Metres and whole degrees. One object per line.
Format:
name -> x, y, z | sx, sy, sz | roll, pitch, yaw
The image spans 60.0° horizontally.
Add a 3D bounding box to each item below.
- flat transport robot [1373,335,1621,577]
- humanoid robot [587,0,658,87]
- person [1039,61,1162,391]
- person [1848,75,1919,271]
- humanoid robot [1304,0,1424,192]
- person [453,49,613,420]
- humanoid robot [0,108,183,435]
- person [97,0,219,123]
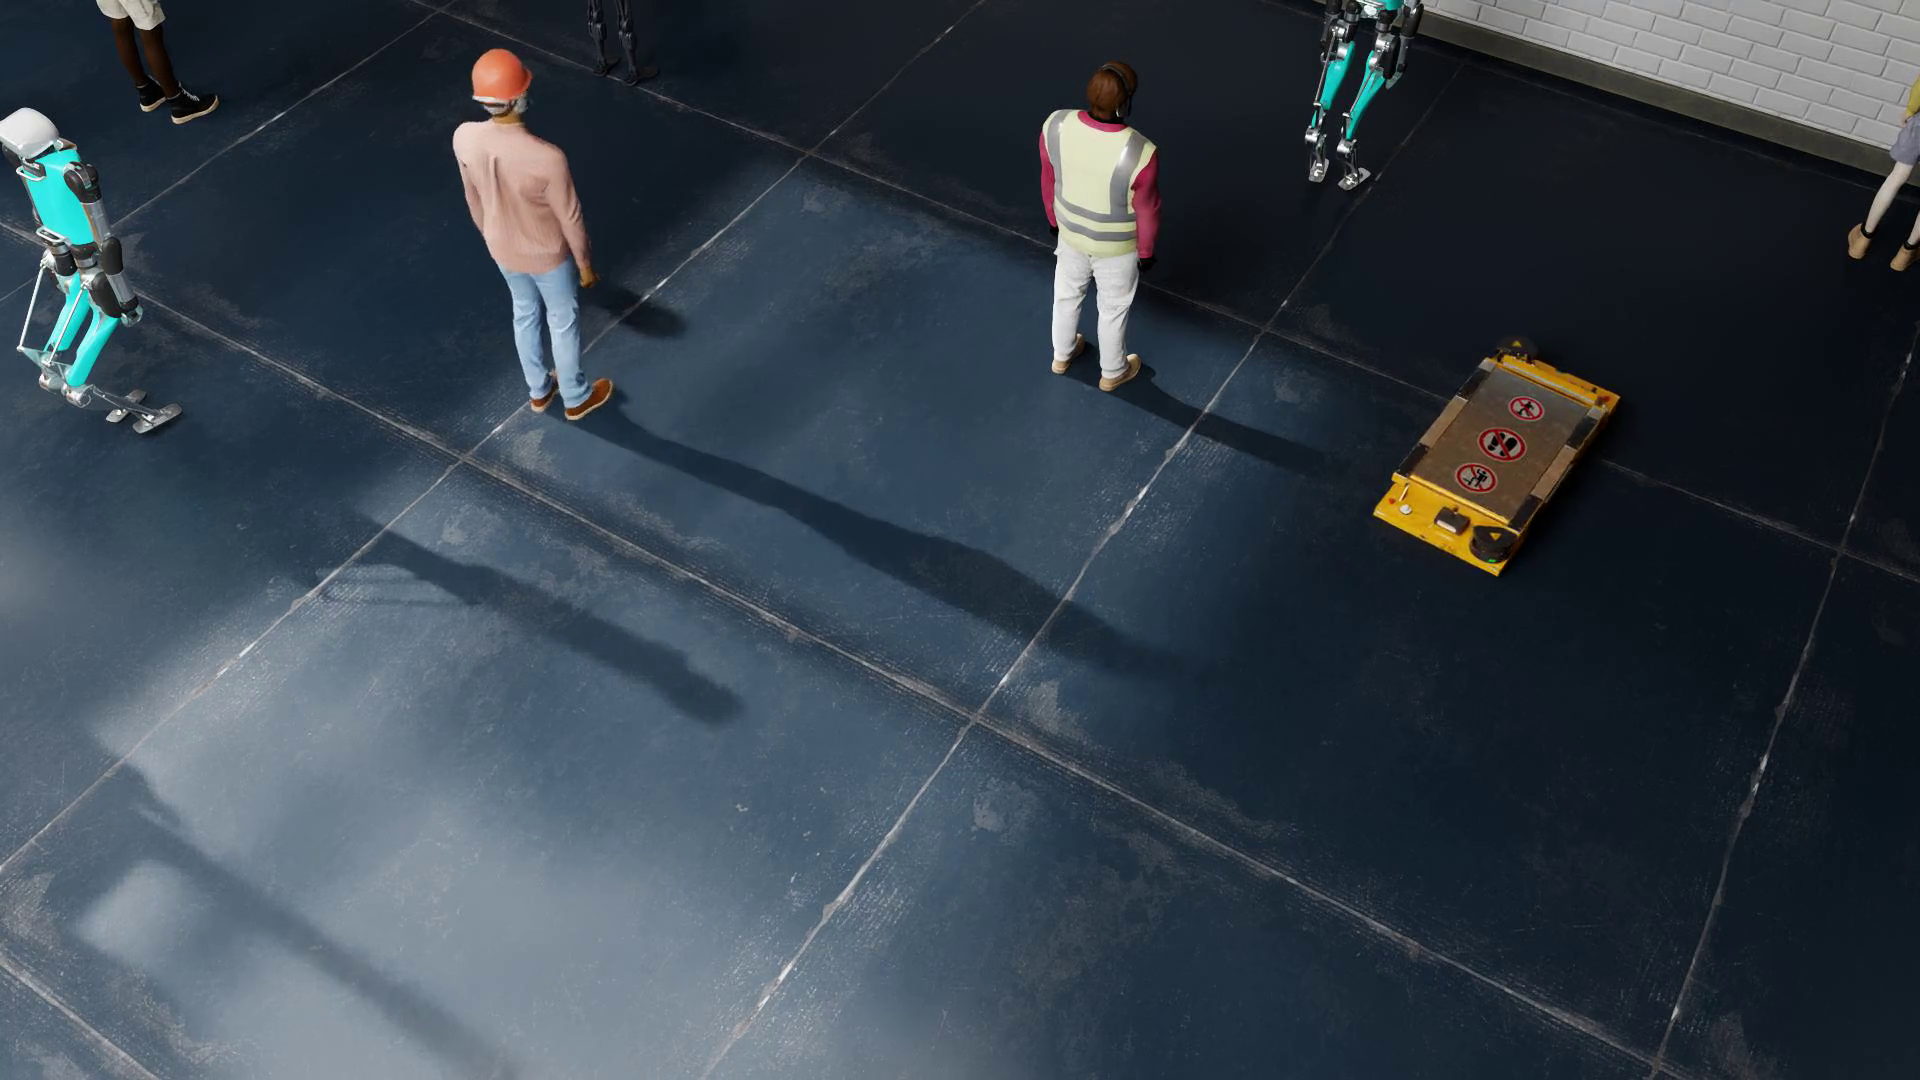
flat transport robot -> 2.675, -0.448, 8.207 | 0.659, 0.231, 1.431 | 29, 55, 23
humanoid robot -> -2.151, -3.539, 9.963 | 0.599, 1.659, 0.315 | 25, 53, 20
person -> 0.687, -1.505, 8.087 | 0.624, 1.844, 0.429 | 25, 53, 20
person -> 5.187, -2.226, 8.687 | 0.473, 1.891, 0.385 | 25, 53, 20
humanoid robot -> 2.131, -2.614, 9.034 | 0.533, 1.681, 0.735 | 25, 53, 20
person -> -2.015, -1.411, 7.920 | 0.636, 1.982, 0.433 | 18, 51, 15
humanoid robot -> -4.191, -1.130, 7.740 | 0.533, 1.677, 0.735 | 25, 53, 20
person -> -4.874, -3.326, 9.597 | 0.605, 1.966, 0.368 | 25, 53, 20
